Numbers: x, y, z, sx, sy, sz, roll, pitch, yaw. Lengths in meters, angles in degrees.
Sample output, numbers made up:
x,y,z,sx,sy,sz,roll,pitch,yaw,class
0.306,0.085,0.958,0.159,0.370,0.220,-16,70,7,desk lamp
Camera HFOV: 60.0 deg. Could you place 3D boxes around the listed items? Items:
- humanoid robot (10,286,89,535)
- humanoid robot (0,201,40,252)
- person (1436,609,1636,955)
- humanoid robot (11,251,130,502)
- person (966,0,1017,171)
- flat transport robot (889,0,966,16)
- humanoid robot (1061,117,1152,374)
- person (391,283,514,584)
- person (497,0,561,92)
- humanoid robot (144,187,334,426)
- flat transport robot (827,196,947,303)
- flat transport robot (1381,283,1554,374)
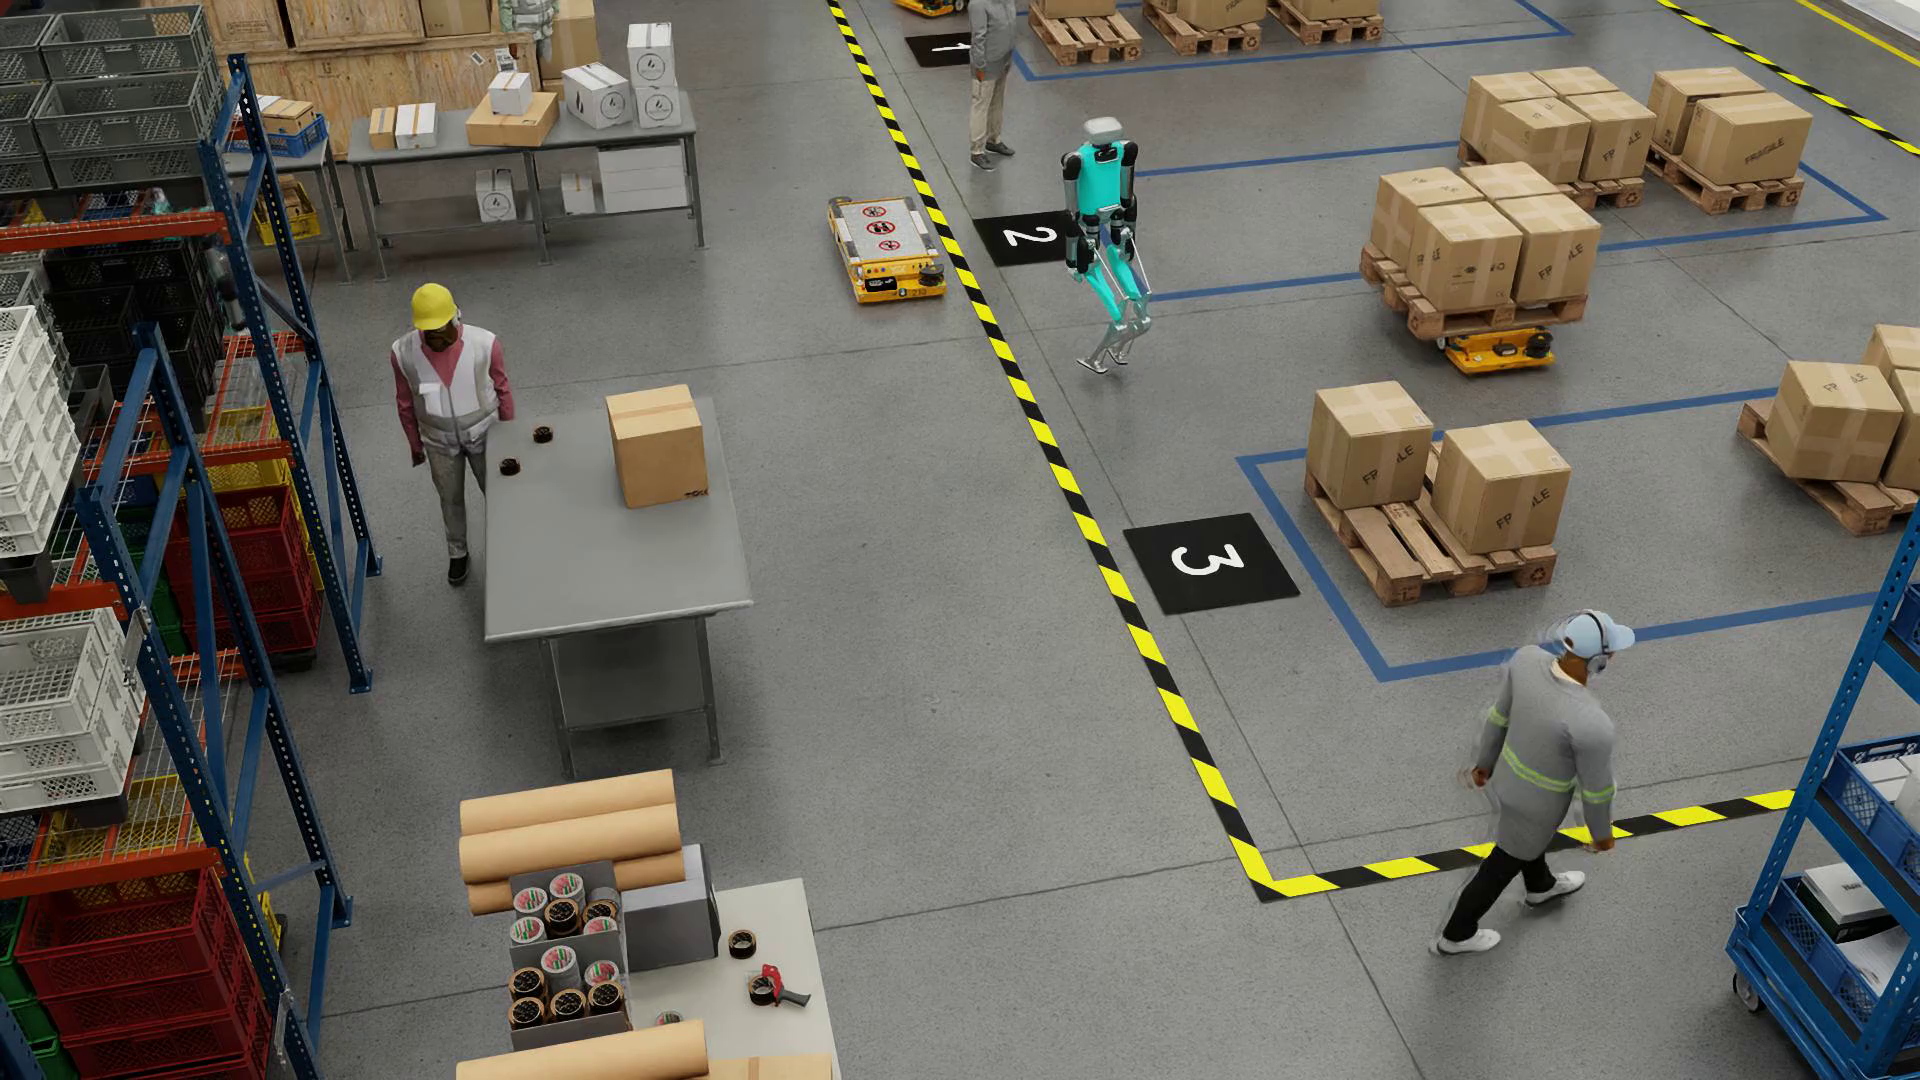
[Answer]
x,y,z,sx,sy,sz,roll,pitch,yaw,class
-5.167,-0.681,9.292,0.435,1.636,0.602,-14,39,-18,humanoid robot
-5.713,-1.343,10.205,0.611,1.655,0.600,4,37,6,humanoid robot
2.481,1.023,6.879,0.874,1.816,0.602,-8,37,-10,person
-5.107,-1.019,9.581,0.533,1.678,0.735,10,38,13,humanoid robot
0.251,-3.934,13.582,0.400,1.768,0.574,19,41,23,person
0.010,-5.771,17.286,1.431,0.197,0.652,-29,45,-33,flat transport robot
1.000,-1.814,10.650,0.533,1.676,0.735,-18,40,-22,humanoid robot
-2.701,-0.573,9.013,0.593,1.831,0.403,-8,37,-10,person
-3.554,-4.249,13.869,0.411,1.939,0.602,24,43,29,person
-4.412,-1.493,10.375,0.548,1.844,0.888,24,43,28,humanoid robot
-0.570,-2.220,12.538,0.659,0.231,1.431,-8,37,-10,flat transport robot
3.552,-1.639,11.733,0.652,0.197,1.431,-8,37,-10,flat transport robot
